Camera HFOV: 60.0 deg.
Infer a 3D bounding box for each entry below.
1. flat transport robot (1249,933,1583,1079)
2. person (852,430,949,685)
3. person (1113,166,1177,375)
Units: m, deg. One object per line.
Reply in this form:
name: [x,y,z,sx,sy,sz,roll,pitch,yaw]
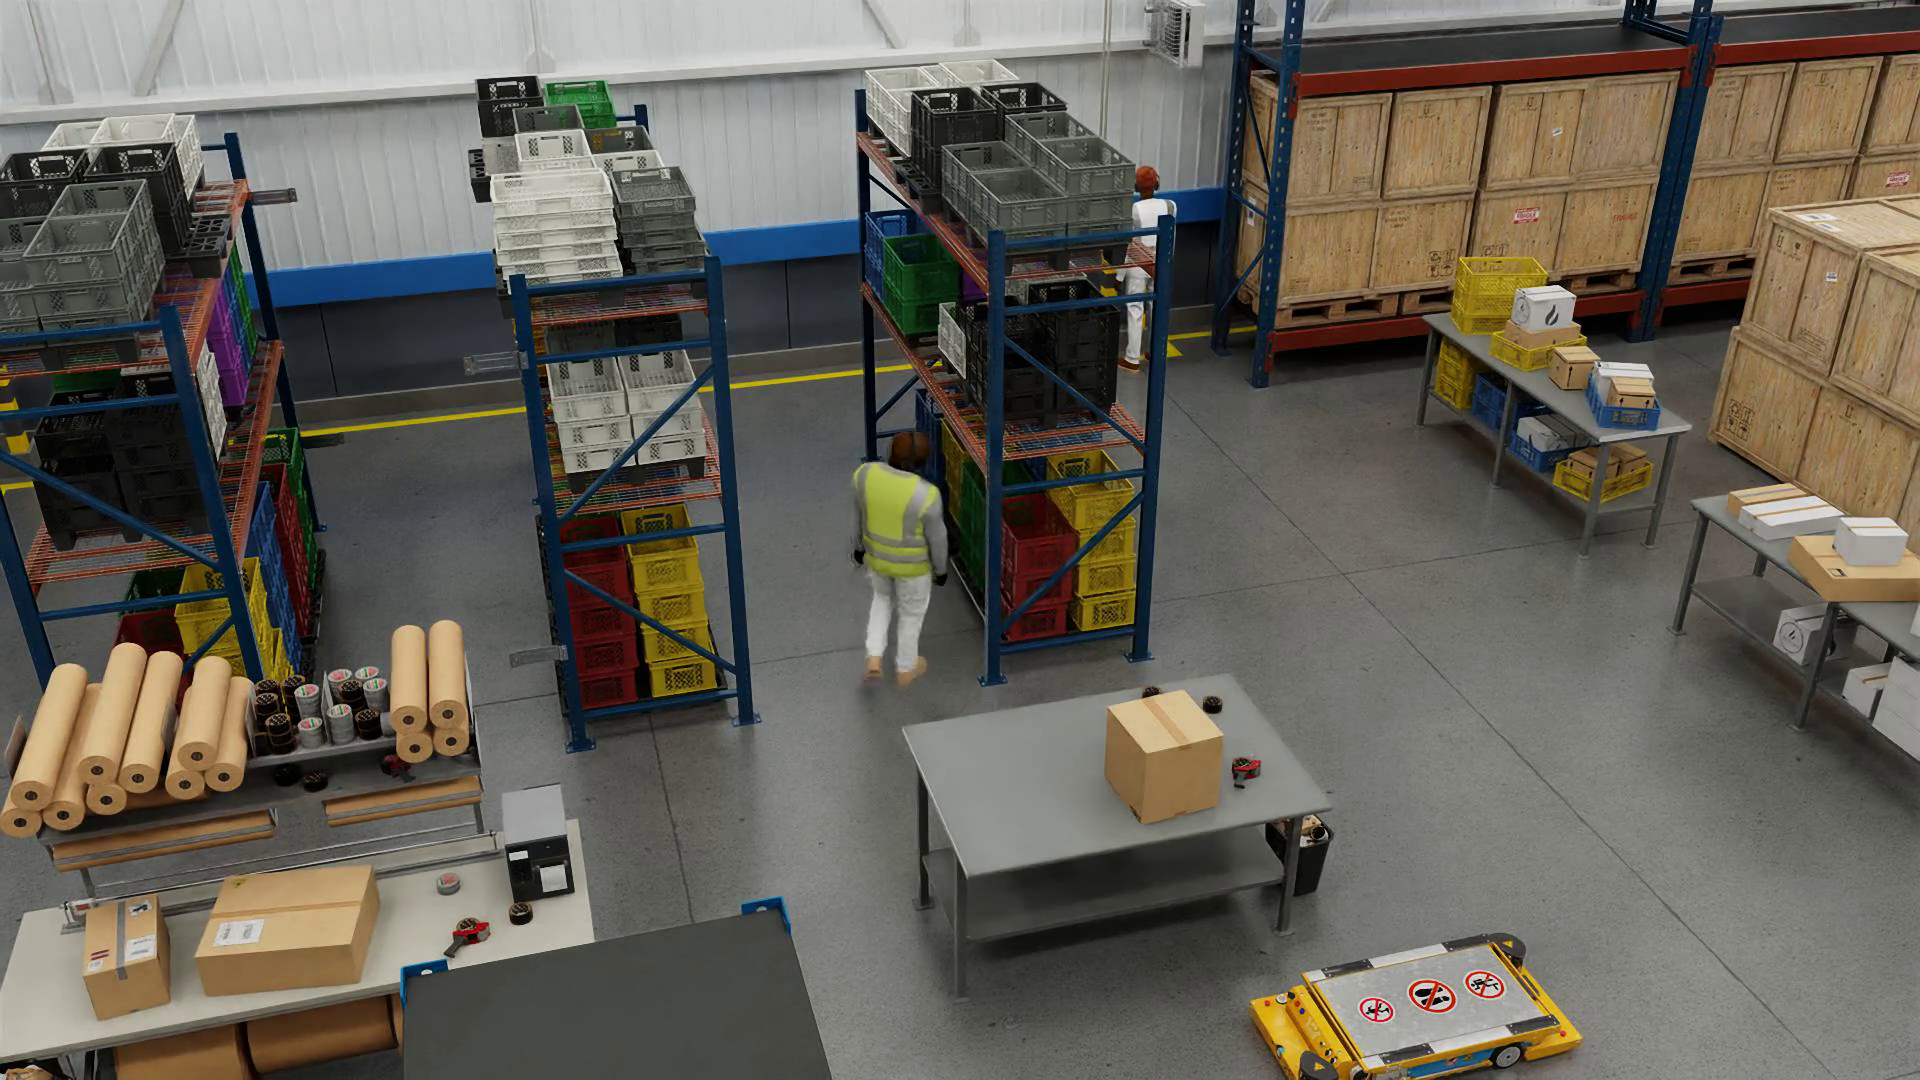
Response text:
flat transport robot: [2.184,2.282,7.980,1.431,0.197,0.652,-8,30,-14]
person: [-0.388,0.131,10.303,0.680,1.816,0.550,16,32,26]
person: [1.644,-2.405,14.847,0.572,1.884,0.355,-12,31,-21]
